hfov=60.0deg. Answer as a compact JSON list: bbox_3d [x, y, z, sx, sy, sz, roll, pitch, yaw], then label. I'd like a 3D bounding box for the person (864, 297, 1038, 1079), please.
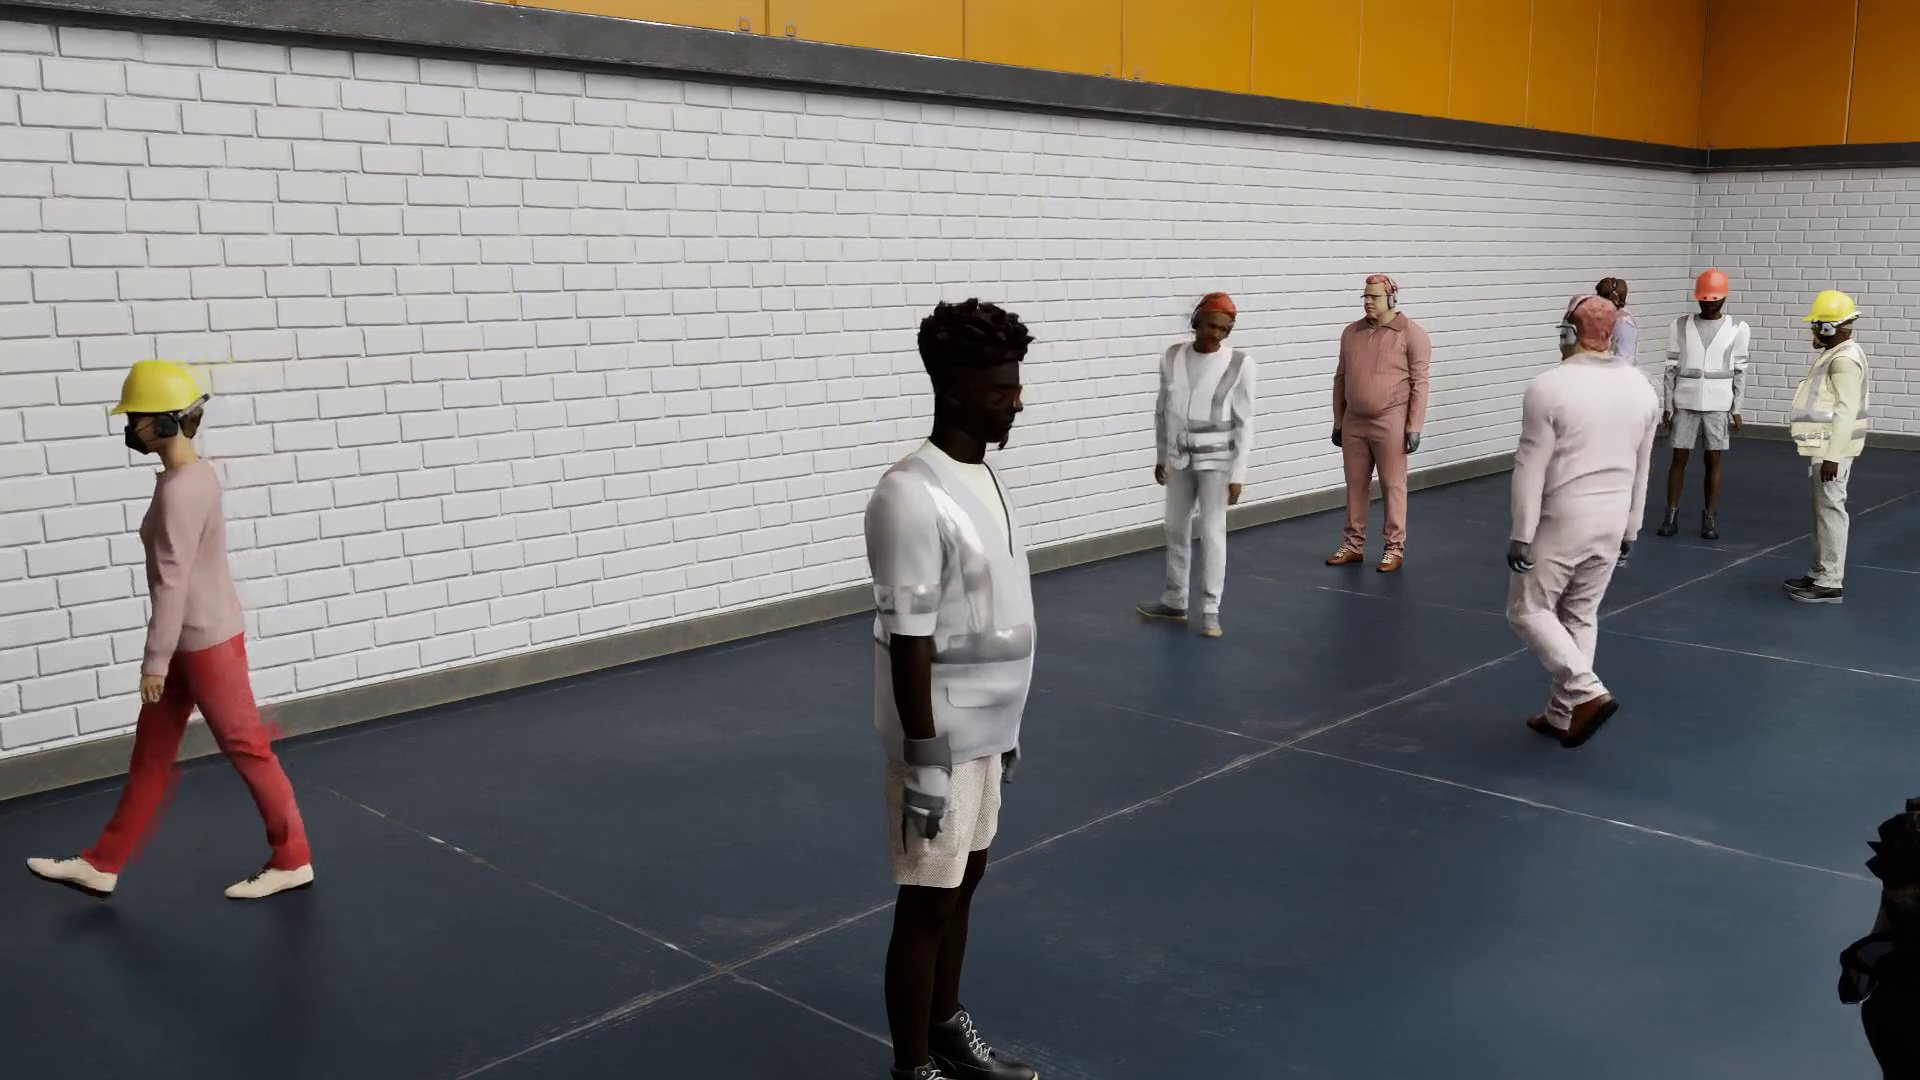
[{"bbox_3d":[-0.007,0.428,3.858,0.366,1.965,0.602,3,10,17],"label":"person"}]

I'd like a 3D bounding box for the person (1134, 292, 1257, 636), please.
[{"bbox_3d":[1.266,-0.410,8.971,0.734,1.847,0.417,8,13,40],"label":"person"}]

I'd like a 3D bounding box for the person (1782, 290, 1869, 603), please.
[{"bbox_3d":[5.093,-0.545,9.785,0.403,1.827,0.596,4,11,22],"label":"person"}]

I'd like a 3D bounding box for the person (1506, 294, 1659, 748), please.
[{"bbox_3d":[2.548,-0.055,6.825,0.660,1.886,0.547,-4,11,-21],"label":"person"}]

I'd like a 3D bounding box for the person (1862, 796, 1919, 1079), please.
[{"bbox_3d":[0.753,1.013,1.292,0.537,1.696,0.317,-5,11,-29],"label":"person"}]

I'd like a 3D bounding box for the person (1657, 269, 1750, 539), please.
[{"bbox_3d":[5.311,-0.964,11.895,0.545,1.927,0.386,5,11,27],"label":"person"}]

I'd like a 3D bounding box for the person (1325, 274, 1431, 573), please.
[{"bbox_3d":[2.676,-0.750,10.734,0.654,1.906,0.408,9,14,43],"label":"person"}]

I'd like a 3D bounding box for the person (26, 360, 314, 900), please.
[{"bbox_3d":[-2.490,0.314,5.162,0.868,1.720,0.548,-4,11,-22],"label":"person"}]

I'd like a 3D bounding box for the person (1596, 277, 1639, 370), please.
[{"bbox_3d":[5.206,-1.185,13.392,0.430,1.845,0.624,2,10,10],"label":"person"}]
